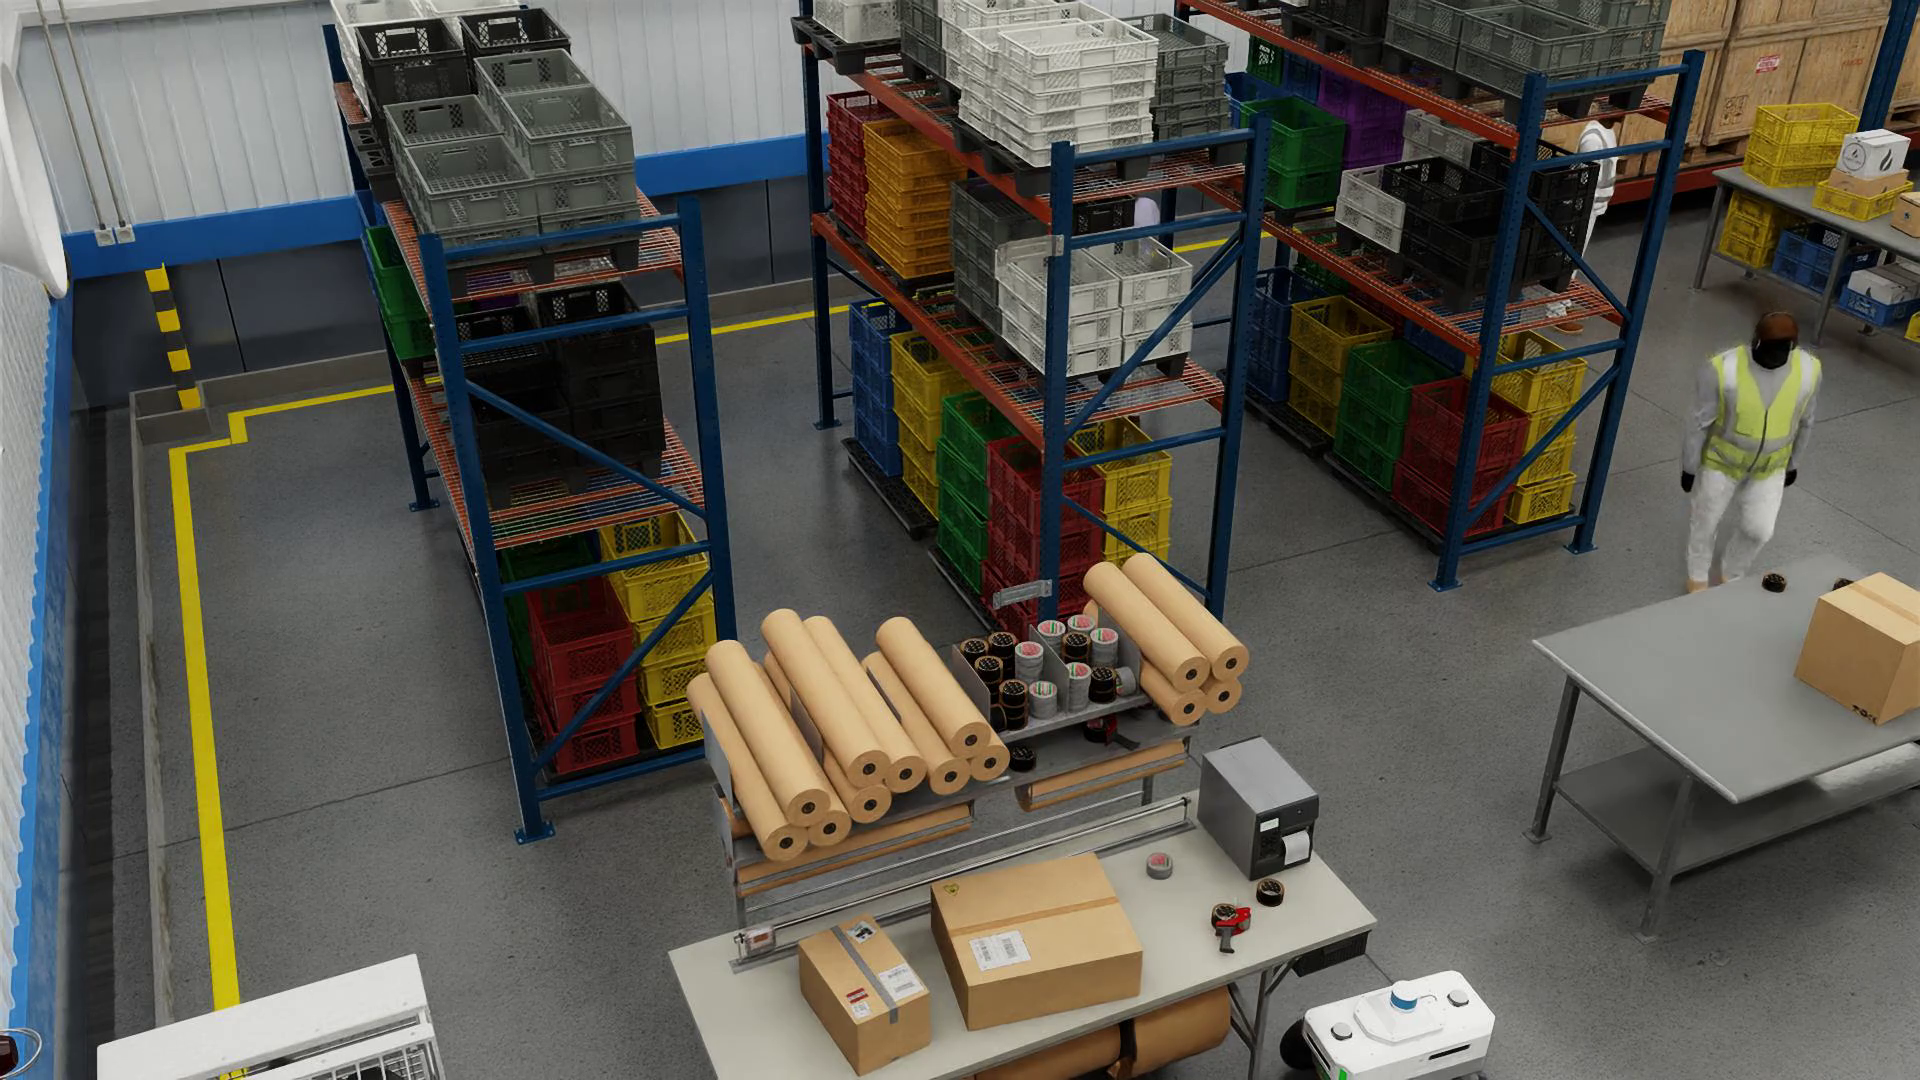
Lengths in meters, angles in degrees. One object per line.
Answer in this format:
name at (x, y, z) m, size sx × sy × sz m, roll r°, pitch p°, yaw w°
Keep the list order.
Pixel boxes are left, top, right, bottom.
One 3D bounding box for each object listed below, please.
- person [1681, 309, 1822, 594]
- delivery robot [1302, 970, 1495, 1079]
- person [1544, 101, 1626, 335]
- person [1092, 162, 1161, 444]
person at (4.291, -0.413, 9.139) m, size 0.664 × 1.825 × 0.501 m, roll 5°, pitch 32°, yaw 8°
delivery robot at (1.702, 1.921, 6.470) m, size 0.707 × 0.478 × 0.477 m, roll -10°, pitch 33°, yaw -16°
person at (4.693, -2.485, 12.453) m, size 0.337 × 1.882 × 0.584 m, roll 14°, pitch 34°, yaw 22°
person at (1.055, -1.553, 10.889) m, size 0.372 × 1.940 × 0.627 m, roll 17°, pitch 35°, yaw 25°
